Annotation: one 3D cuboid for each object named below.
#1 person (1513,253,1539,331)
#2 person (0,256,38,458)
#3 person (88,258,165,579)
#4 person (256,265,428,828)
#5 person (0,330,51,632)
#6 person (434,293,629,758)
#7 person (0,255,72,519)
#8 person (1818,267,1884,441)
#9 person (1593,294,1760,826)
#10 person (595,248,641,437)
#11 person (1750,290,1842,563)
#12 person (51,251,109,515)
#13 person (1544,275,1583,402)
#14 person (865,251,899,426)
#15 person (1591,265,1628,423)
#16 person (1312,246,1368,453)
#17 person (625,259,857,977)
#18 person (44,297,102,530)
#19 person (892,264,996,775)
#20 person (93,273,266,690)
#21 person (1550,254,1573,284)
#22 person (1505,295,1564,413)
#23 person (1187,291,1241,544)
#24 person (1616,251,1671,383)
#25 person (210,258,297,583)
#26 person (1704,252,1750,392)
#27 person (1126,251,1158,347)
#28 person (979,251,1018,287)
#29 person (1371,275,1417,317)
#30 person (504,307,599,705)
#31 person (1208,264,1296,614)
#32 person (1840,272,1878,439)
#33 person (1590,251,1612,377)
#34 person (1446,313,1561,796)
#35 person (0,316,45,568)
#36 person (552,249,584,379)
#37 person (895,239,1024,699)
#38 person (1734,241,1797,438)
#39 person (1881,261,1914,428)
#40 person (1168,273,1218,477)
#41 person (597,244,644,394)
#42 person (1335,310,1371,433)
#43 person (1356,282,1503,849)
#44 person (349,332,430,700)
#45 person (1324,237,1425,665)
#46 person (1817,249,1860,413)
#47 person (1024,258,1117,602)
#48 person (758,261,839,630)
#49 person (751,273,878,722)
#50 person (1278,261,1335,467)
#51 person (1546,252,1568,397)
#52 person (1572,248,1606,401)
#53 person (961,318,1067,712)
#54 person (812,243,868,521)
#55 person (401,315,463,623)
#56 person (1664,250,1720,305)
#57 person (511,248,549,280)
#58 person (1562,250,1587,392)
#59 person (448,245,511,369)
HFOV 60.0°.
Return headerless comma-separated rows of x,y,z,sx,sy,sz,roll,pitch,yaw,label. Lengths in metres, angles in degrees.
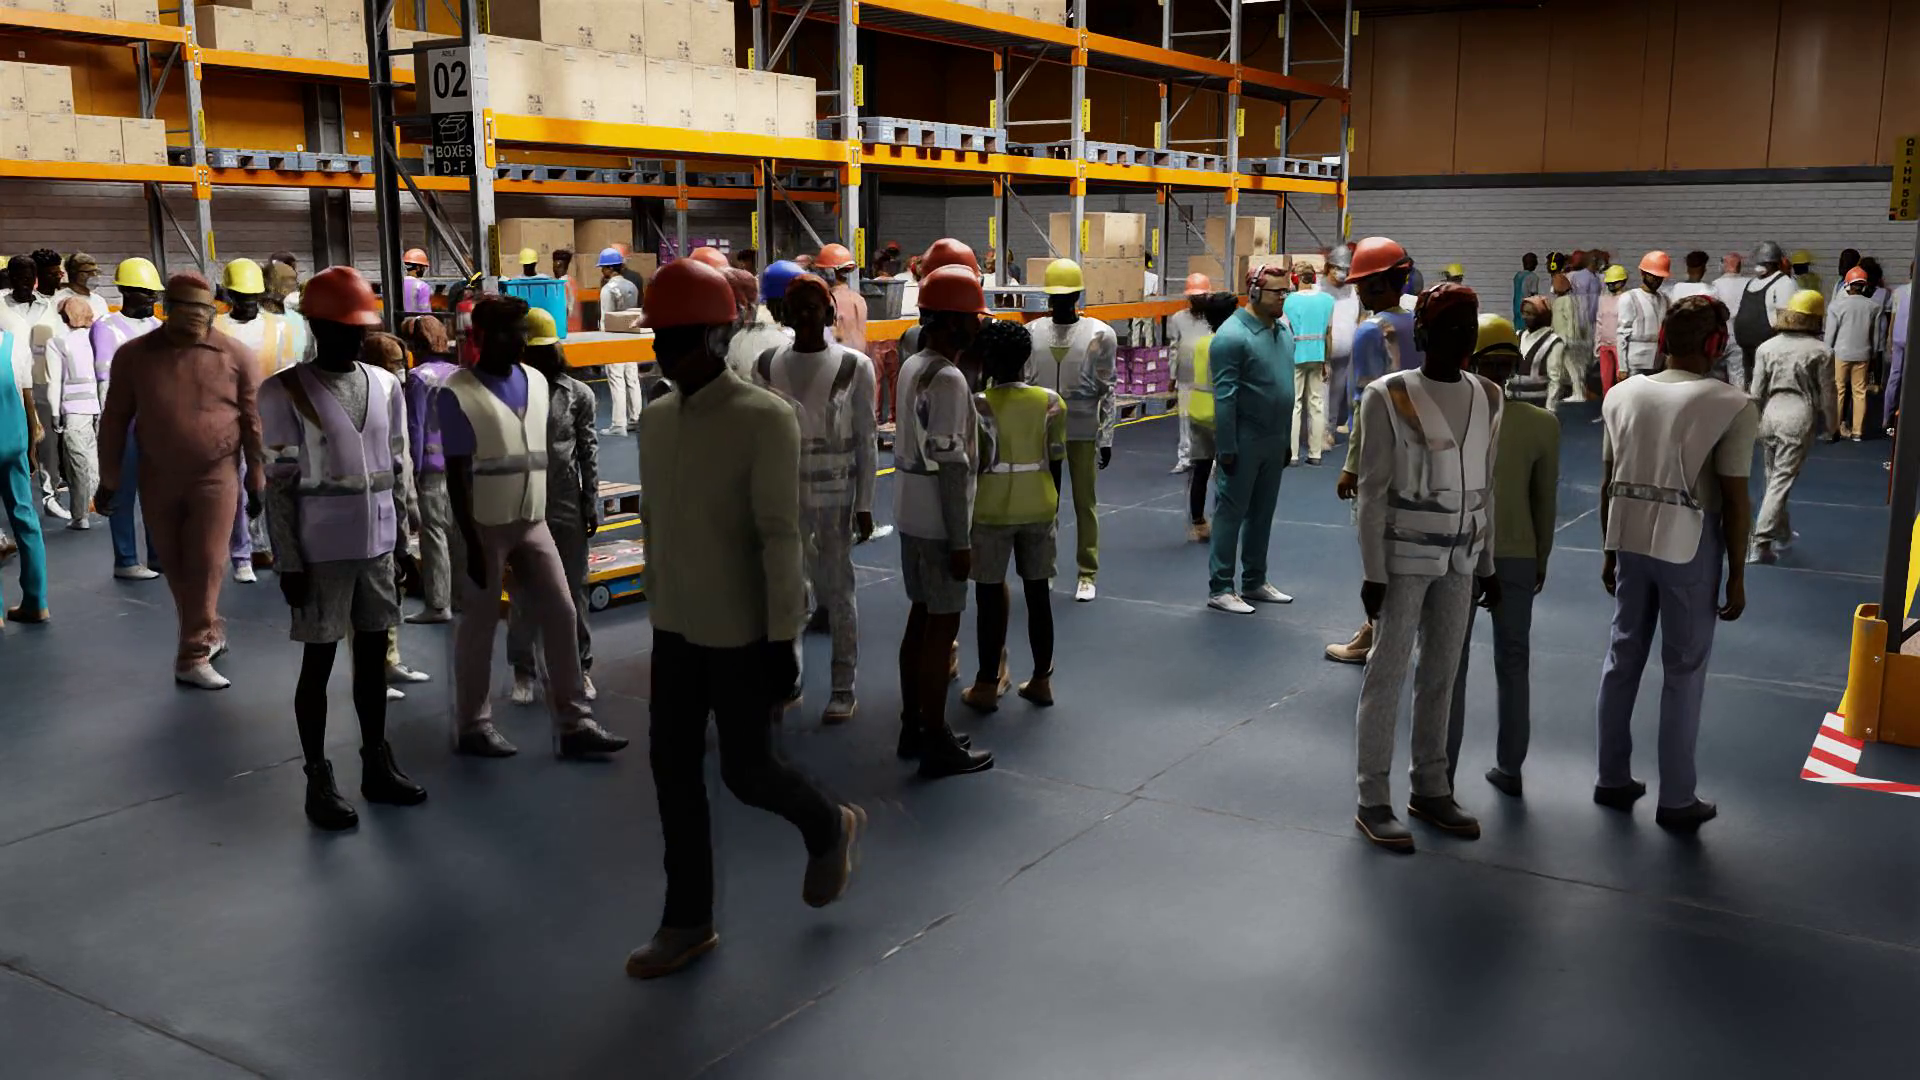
8.500,-3.391,25.008,0.342,1.836,0.502,-4,11,-19,person
-8.193,-1.503,14.380,0.542,1.887,0.640,4,11,19,person
-4.914,-0.727,10.003,0.397,1.918,0.589,3,11,16,person
-2.137,0.018,5.823,0.364,1.936,0.542,7,12,35,person
-5.031,-0.438,8.627,0.349,1.839,0.504,5,12,27,person
-1.661,-0.023,6.366,0.835,1.811,0.601,6,12,28,person
-6.696,-1.081,11.975,0.398,1.915,0.589,8,13,38,person
8.967,-1.868,16.775,0.566,1.751,0.329,0,10,1,person
2.456,0.074,5.787,0.388,1.838,0.563,-7,12,-33,person
-3.536,-2.035,17.200,0.419,1.939,0.610,4,11,20,person
5.311,-0.717,10.523,0.830,1.704,0.488,-6,12,-31,person
-6.477,-1.160,12.340,0.352,1.937,0.635,0,10,2,person
7.440,-2.506,20.758,0.829,1.583,0.495,1,10,8,person
-0.804,-2.100,17.649,0.598,1.908,0.410,-9,14,-41,person
7.158,-2.124,18.219,0.373,1.752,0.519,-5,11,-25,person
3.607,-1.898,16.146,0.688,2.000,1.013,-1,10,-3,person
-0.634,0.208,4.661,0.626,1.976,0.671,7,13,36,person
-6.136,-0.887,11.698,0.319,1.631,0.515,8,13,38,person
-0.056,-0.072,6.337,0.387,1.931,0.543,-3,11,-17,person
-3.558,-0.275,7.641,0.715,1.875,0.656,-3,11,-14,person
9.574,-3.615,26.309,0.625,1.802,0.440,-3,11,-17,person
4.104,-0.948,12.007,0.366,1.624,0.542,-6,12,-28,person
1.745,-0.800,11.029,0.454,1.679,0.556,-3,11,-17,person
5.885,-1.506,14.290,0.542,1.927,0.374,-5,11,-24,person
-4.198,-0.700,9.869,0.591,1.915,0.401,-10,14,-44,person
8.302,-2.160,18.046,0.667,1.888,0.628,0,10,-2,person
2.589,-3.125,23.405,0.513,1.876,0.328,4,11,23,person
0.502,-2.758,21.278,0.594,1.911,0.399,6,12,31,person
3.678,-1.453,14.155,0.537,1.869,0.312,8,13,39,person
-1.812,-0.140,7.254,0.484,1.737,0.321,-3,11,-14,person
1.629,-0.551,9.097,0.394,1.898,0.641,10,14,43,person
9.173,-1.887,17.029,0.317,1.698,0.540,6,12,31,person
9.475,-3.302,24.451,0.439,1.858,0.617,6,12,31,person
1.892,0.065,6.051,0.525,1.761,0.340,0,10,-2,person
-5.869,-0.711,9.979,0.647,1.888,0.995,1,10,6,person
-4.465,-2.324,18.845,0.376,1.931,0.667,1,10,3,person
-0.016,-0.301,7.351,0.611,2.029,0.409,4,11,22,person
8.249,-2.078,17.142,0.536,2.000,0.699,-1,10,-6,person
10.151,-2.081,17.744,0.340,1.839,0.501,-5,11,-26,person
2.039,-1.412,14.278,0.572,1.743,0.351,7,13,36,person
-4.382,-2.795,21.309,0.668,1.965,0.773,5,11,24,person
4.204,-2.040,17.484,0.429,1.843,0.633,9,14,42,person
1.579,0.085,5.597,0.573,1.883,0.357,-5,11,-24,person
-2.563,-0.105,7.372,0.296,1.625,0.507,1,10,6,person
1.984,-0.414,7.937,0.388,2.037,0.605,9,13,39,person
10.388,-2.446,19.518,0.391,1.920,0.590,1,10,3,person
0.584,-0.610,9.346,0.585,1.921,0.396,4,11,19,person
-0.841,-0.477,8.622,0.652,1.913,0.630,4,11,20,person
-0.634,-0.171,7.013,0.583,1.884,0.350,3,11,17,person
3.063,-1.562,14.848,0.564,1.838,0.390,-4,11,-19,person
7.680,-2.775,21.505,0.335,1.863,0.520,3,11,16,person
7.961,-2.727,21.089,0.427,1.926,0.671,8,13,36,person
0.214,-0.100,7.157,0.533,1.694,0.320,-4,11,-23,person
-0.874,-1.127,12.003,0.393,1.995,0.612,4,11,23,person
-2.785,-0.378,8.867,0.313,1.628,0.527,2,10,9,person
7.720,-2.114,17.694,0.968,1.927,0.640,-7,13,-36,person
-5.578,-2.821,21.610,0.608,1.916,0.527,1,10,5,person
8.222,-2.924,22.262,0.354,1.887,0.573,-1,10,-5,person
-4.228,-1.672,14.897,0.688,2.000,0.539,-5,11,-25,person
